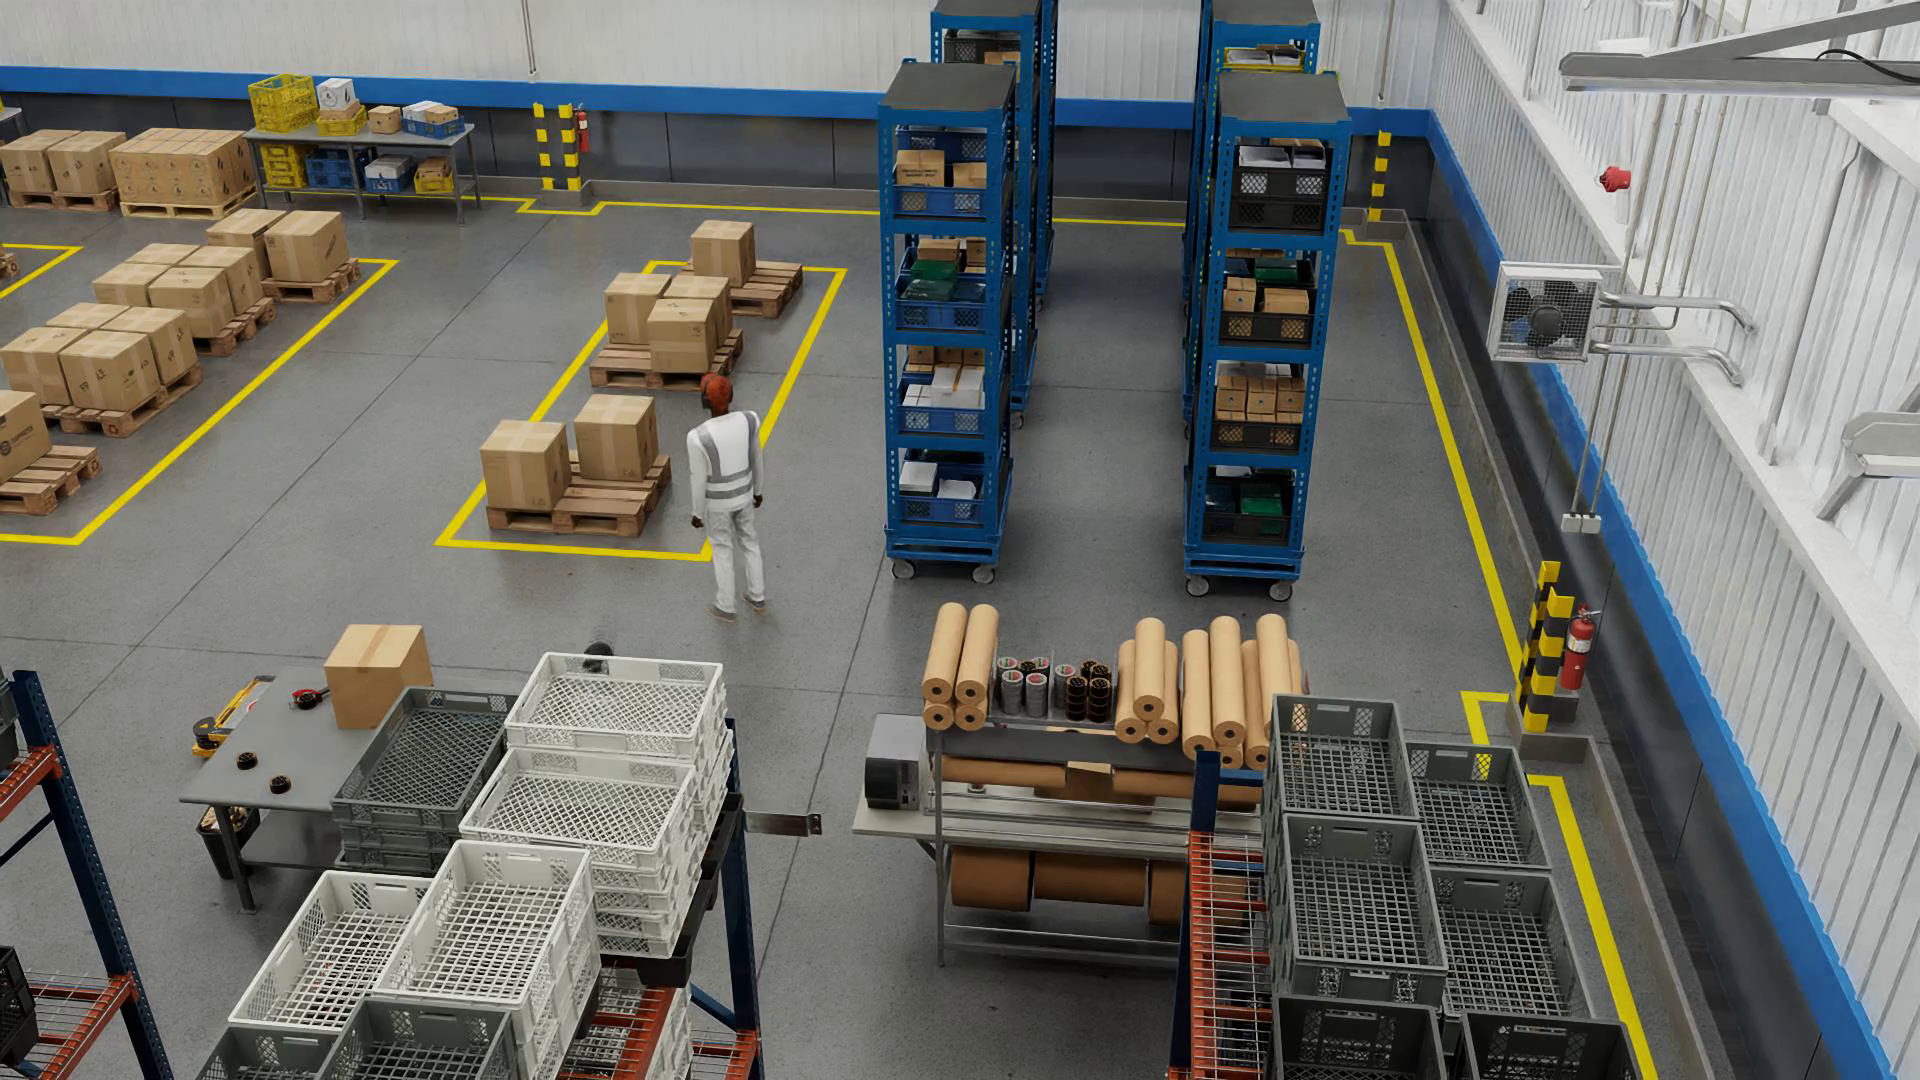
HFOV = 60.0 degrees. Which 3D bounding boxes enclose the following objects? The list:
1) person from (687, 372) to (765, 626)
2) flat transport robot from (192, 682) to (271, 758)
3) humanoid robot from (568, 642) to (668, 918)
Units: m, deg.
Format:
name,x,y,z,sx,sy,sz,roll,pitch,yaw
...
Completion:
name,x,y,z,sx,sy,sz,roll,pitch,yaw
person,-1.611,-0.284,11.555,0.582,1.883,0.338,-24,38,-34
flat transport robot,-4.089,1.163,10.648,1.431,0.197,0.652,3,30,6
humanoid robot,-1.920,1.220,9.226,0.607,1.637,0.752,3,30,5
